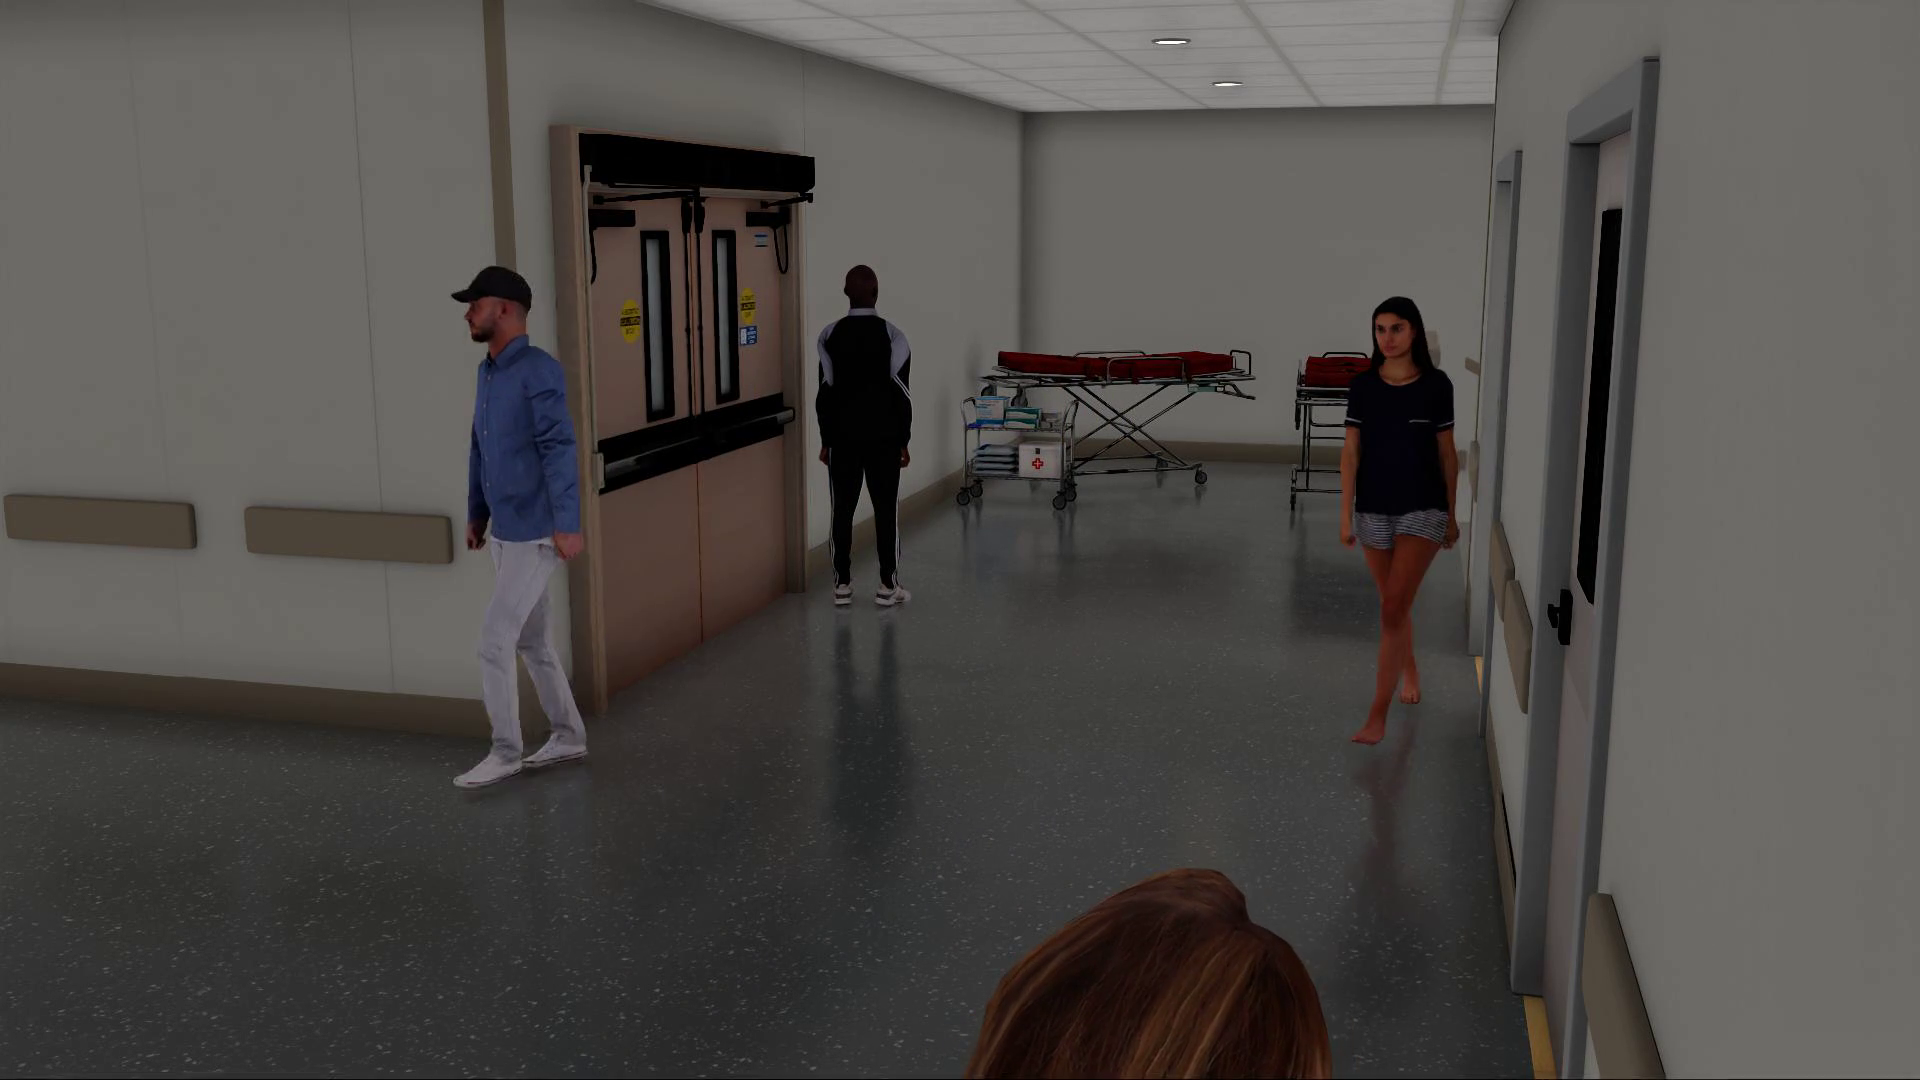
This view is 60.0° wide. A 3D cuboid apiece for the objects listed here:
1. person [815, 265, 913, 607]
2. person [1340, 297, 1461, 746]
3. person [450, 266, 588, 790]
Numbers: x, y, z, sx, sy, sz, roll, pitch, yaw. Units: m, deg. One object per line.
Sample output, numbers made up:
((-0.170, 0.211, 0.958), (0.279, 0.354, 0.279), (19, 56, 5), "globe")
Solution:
((-0.522, -0.560, 8.921), (0.682, 1.828, 0.566), (2, 11, 9), "person")
((1.793, -0.077, 6.686), (0.812, 1.711, 1.220), (6, 12, 29), "person")
((-1.538, -0.054, 6.159), (0.966, 1.864, 0.886), (-9, 14, -41), "person")
